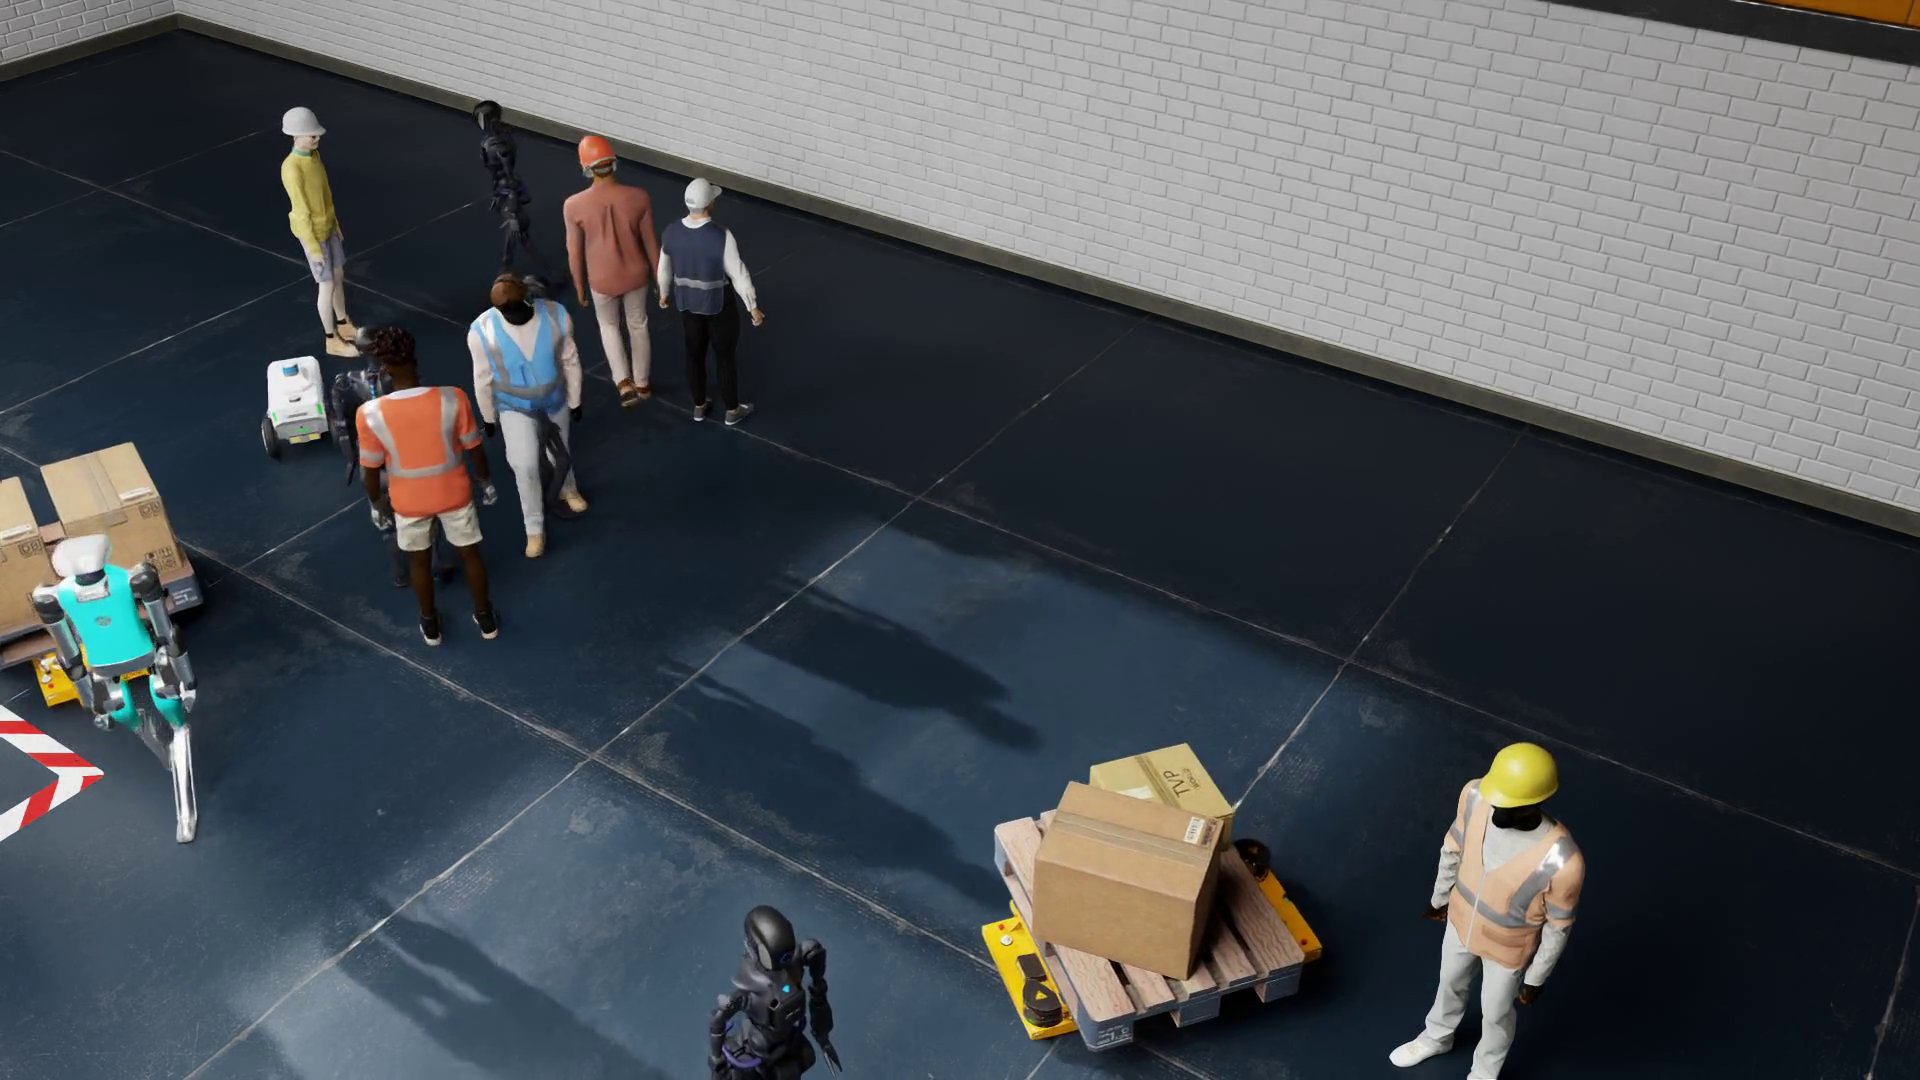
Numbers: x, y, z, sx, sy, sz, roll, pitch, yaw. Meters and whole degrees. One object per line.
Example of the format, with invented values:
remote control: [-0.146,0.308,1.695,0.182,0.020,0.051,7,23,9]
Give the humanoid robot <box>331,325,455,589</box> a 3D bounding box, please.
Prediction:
humanoid robot: [-3.304,-0.470,9.709,0.611,1.651,0.371,-6,35,-8]

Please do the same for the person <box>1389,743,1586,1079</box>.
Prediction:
person: [2.096,1.549,6.605,0.379,1.924,0.592,-20,40,-27]

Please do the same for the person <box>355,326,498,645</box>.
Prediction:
person: [-2.912,-0.268,9.182,0.666,1.950,0.418,-10,36,-14]

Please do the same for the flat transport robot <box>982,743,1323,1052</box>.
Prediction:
flat transport robot: [0.880,1.821,7.661,1.431,0.231,0.659,-11,37,-16]

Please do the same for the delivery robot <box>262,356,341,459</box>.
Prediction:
delivery robot: [-4.526,-0.938,11.348,0.525,0.587,0.742,-12,37,-16]

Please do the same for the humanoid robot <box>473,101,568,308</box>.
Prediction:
humanoid robot: [-3.475,-2.603,12.798,0.789,1.620,0.613,-17,39,-23]

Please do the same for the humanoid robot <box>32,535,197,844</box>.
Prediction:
humanoid robot: [-4.025,0.639,8.165,0.540,1.866,0.837,-13,37,-18]

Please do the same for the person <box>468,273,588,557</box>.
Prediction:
person: [-2.579,-0.801,10.085,0.641,1.791,0.760,-18,39,-24]

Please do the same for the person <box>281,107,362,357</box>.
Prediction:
person: [-4.629,-2.219,12.034,0.414,1.881,0.486,1,35,2]

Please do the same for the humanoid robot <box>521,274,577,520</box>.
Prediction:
humanoid robot: [-2.596,-0.887,10.310,0.361,1.645,0.592,-3,35,-4]

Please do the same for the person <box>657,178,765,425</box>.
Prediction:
person: [-1.707,-1.603,11.253,0.762,1.757,0.448,11,36,15]

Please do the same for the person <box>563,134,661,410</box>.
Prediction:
person: [-2.319,-1.780,11.327,0.635,1.967,0.613,-11,36,-15]

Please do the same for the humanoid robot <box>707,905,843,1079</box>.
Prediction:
humanoid robot: [-0.734,1.960,6.248,0.584,1.646,0.371,-30,45,-35]

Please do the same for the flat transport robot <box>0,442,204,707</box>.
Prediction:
flat transport robot: [-5.114,0.412,9.675,0.659,0.231,1.431,-21,40,-27]
